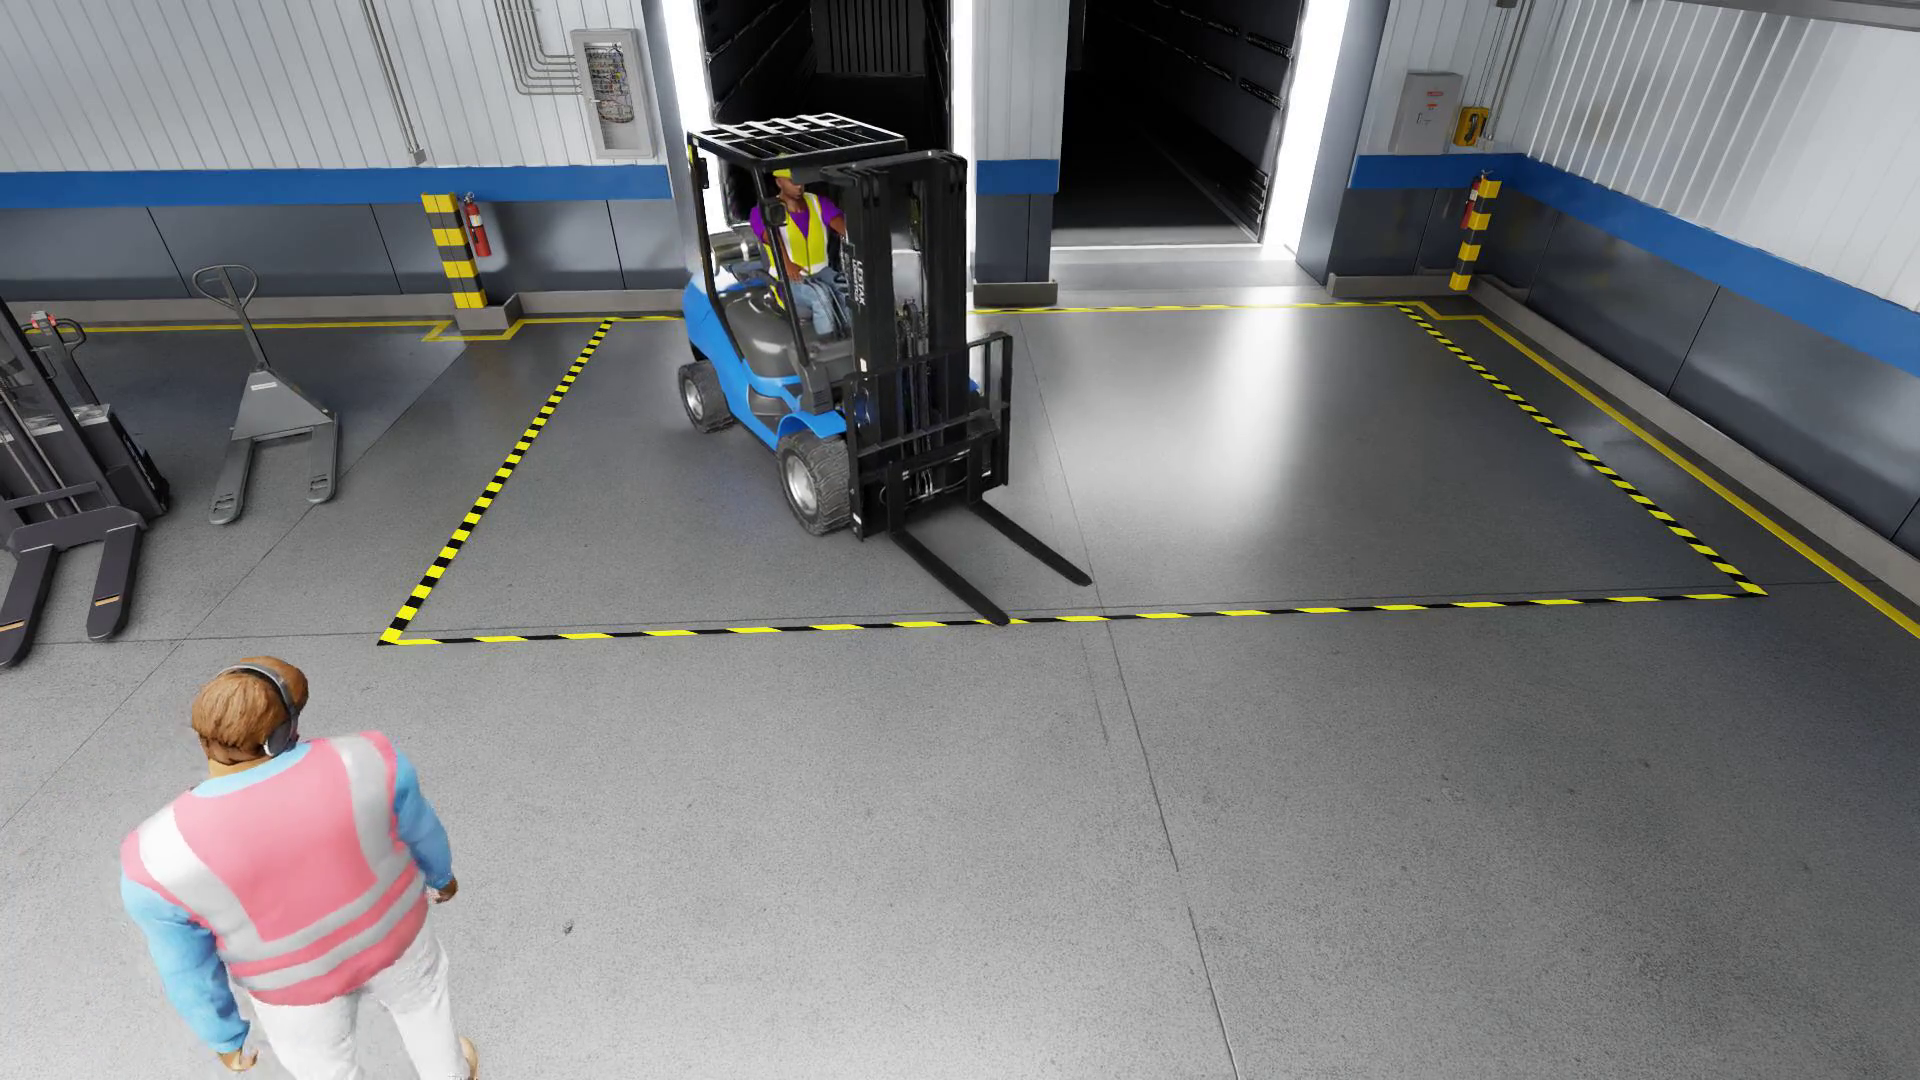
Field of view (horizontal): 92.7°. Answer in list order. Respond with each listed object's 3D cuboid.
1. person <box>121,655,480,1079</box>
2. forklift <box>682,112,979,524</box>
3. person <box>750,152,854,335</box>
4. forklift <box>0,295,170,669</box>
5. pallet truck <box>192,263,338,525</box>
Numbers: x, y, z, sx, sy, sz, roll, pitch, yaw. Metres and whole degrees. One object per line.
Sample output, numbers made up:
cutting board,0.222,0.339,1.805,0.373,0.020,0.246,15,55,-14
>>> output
person,-1.754,1.135,2.537,0.472,1.800,0.755,29,44,35
forklift,-0.919,-1.596,5.972,1.157,2.036,2.680,-22,41,-29
person,-0.890,-1.719,5.822,0.635,1.293,1.004,-22,41,-29
forklift,-5.212,-0.618,4.878,0.823,1.965,1.885,-20,39,-26
pallet truck,-4.778,-1.027,6.128,0.680,1.201,1.601,-17,38,-23
